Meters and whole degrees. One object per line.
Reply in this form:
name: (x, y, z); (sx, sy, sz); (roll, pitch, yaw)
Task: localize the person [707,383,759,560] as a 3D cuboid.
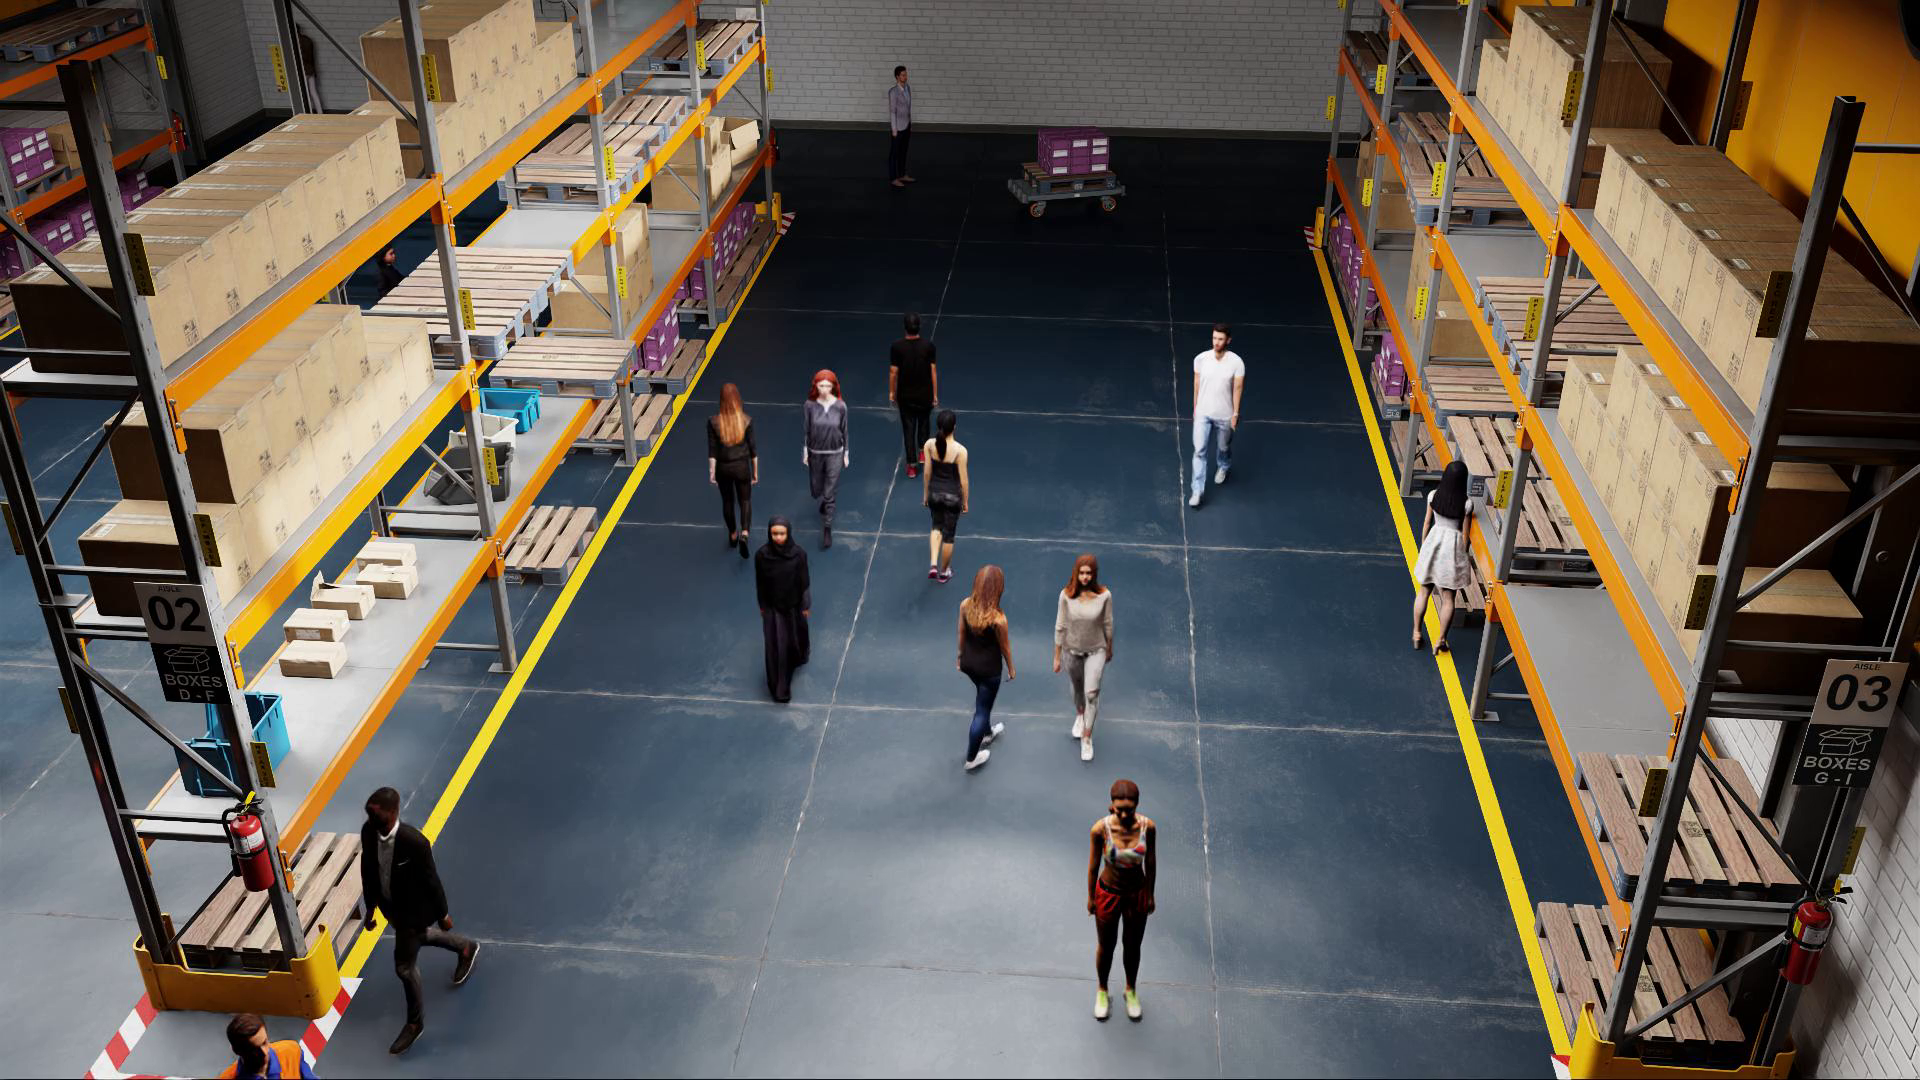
person: (-2.126, -0.615, 15.587); (0.750, 1.694, 1.010); (-4, 29, -8)

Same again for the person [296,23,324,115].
person: (-11.607, -8.256, 29.459); (0.857, 1.824, 0.676); (14, 32, 24)

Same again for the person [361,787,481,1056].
person: (-3.365, 2.224, 10.311); (0.968, 1.762, 1.235); (15, 32, 25)

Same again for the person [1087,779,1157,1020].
person: (1.001, 2.206, 10.320); (0.612, 1.786, 0.585); (-2, 29, -3)

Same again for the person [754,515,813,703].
person: (-1.435, 0.491, 13.660); (0.692, 1.599, 1.010); (-2, 29, -3)

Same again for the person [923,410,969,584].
person: (-0.169, -0.339, 15.056); (0.690, 1.719, 0.787); (10, 30, 18)

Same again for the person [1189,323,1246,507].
person: (2.596, -1.312, 16.728); (0.901, 1.826, 1.259); (11, 30, 19)

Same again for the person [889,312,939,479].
person: (-0.461, -1.458, 17.085); (0.724, 1.740, 0.841); (-2, 29, -4)

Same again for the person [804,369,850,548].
person: (-1.276, -0.833, 15.916); (0.591, 1.763, 0.854); (2, 29, 3)

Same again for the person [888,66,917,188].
person: (-0.948, -6.586, 26.368); (0.822, 1.852, 0.693); (17, 33, 28)

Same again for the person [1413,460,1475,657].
person: (4.106, 0.145, 14.116); (0.775, 1.769, 0.800); (19, 34, 30)

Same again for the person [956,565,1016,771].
person: (0.113, 1.004, 12.615); (0.829, 1.698, 0.921); (23, 36, 36)

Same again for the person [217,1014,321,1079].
person: (-3.571, 3.128, 8.598); (1.140, 1.817, 1.287); (16, 33, 27)

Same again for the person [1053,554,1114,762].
person: (0.973, 0.808, 12.987); (0.619, 1.685, 0.840); (4, 29, 7)

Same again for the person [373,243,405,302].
person: (-6.571, -2.629, 19.269); (0.634, 1.704, 0.486); (1, 29, 1)
